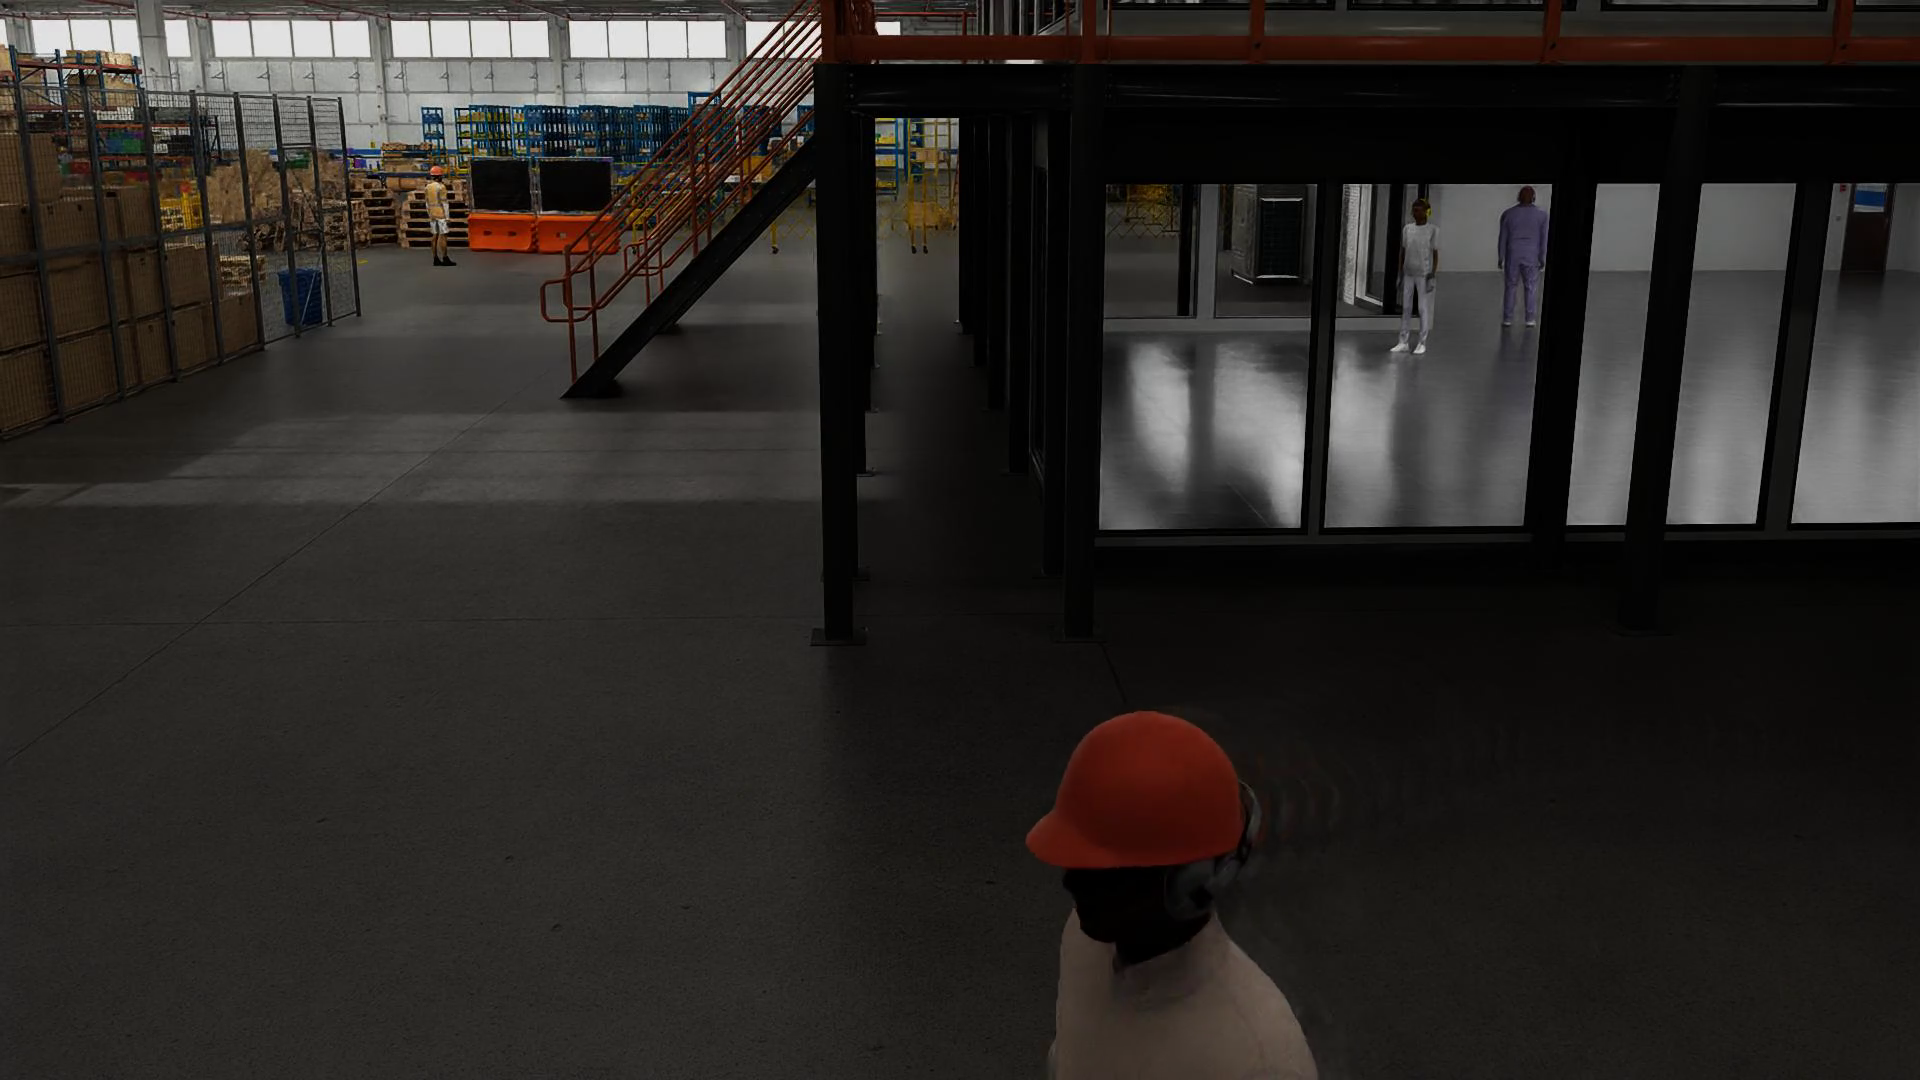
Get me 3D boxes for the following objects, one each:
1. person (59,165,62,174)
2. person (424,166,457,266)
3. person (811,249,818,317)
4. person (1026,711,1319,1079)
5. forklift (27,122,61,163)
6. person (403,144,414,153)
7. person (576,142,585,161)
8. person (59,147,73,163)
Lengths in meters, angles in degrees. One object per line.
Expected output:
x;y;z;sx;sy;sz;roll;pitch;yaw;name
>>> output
-31.212;-12.398;57.434;0.267;1.626;0.538;5;15;20;person
-10.191;-6.334;32.563;0.542;1.938;0.358;7;16;27;person
-1.893;-4.124;23.888;0.815;1.851;0.667;-5;15;-21;person
0.371;1.170;2.551;0.973;1.960;0.636;-5;15;-20;person
-35.376;-14.773;64.377;1.129;2.768;1.873;-1;14;-2;forklift
-24.622;-16.716;74.180;0.647;1.891;0.935;4;15;17;person
-19.143;-19.156;84.020;0.404;1.833;0.590;-11;18;-38;person
-36.963;-15.336;68.759;0.403;1.827;0.601;8;16;29;person
